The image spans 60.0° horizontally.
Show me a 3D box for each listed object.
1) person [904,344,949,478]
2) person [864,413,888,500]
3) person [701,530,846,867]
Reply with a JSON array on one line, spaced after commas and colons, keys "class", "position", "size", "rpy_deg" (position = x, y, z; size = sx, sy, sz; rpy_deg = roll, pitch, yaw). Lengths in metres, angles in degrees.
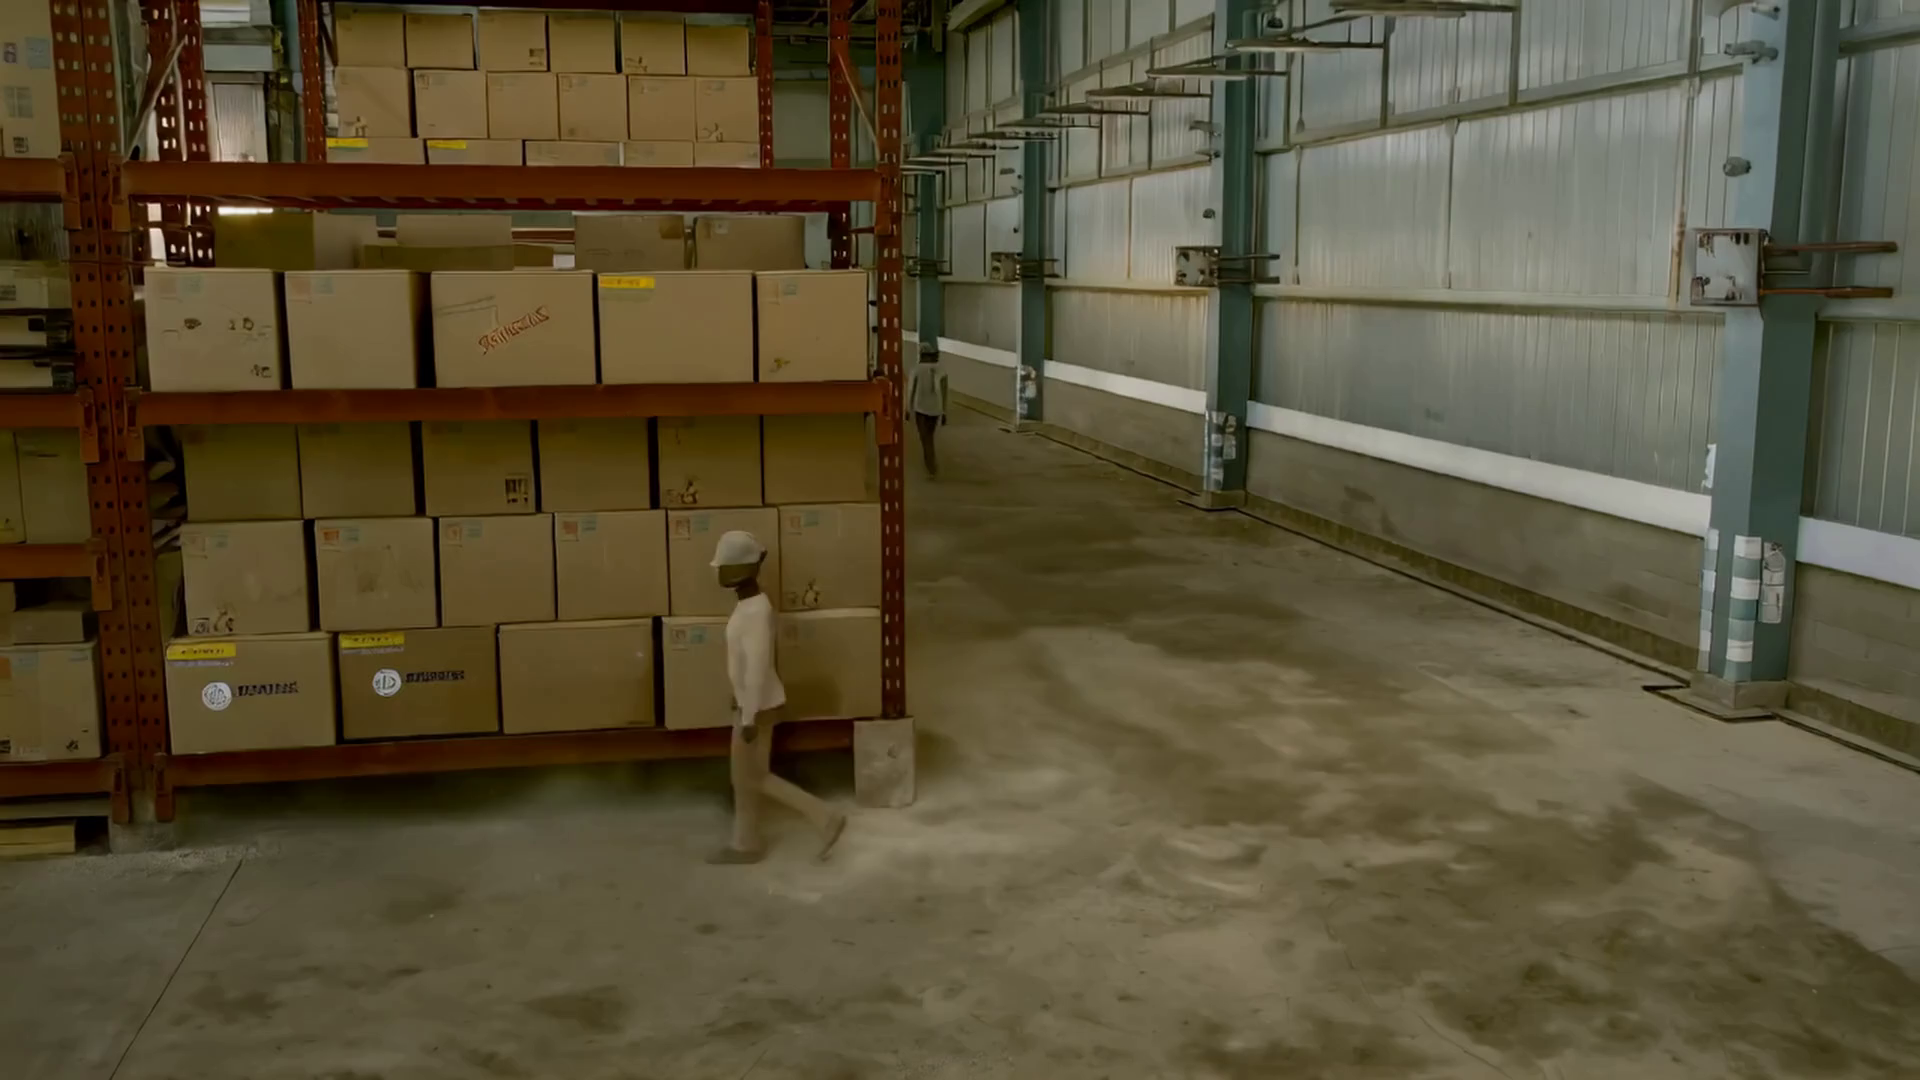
[{"class": "person", "position": [-0.486, -1.883, 24.206], "size": [0.607, 1.932, 1.080], "rpy_deg": [-4, 10, -24]}, {"class": "person", "position": [-0.946, -0.368, 14.754], "size": [0.625, 1.982, 0.467], "rpy_deg": [-3, 10, -17]}, {"class": "person", "position": [-0.951, 0.808, 8.328], "size": [0.652, 1.749, 0.526], "rpy_deg": [-1, 9, -8]}]
